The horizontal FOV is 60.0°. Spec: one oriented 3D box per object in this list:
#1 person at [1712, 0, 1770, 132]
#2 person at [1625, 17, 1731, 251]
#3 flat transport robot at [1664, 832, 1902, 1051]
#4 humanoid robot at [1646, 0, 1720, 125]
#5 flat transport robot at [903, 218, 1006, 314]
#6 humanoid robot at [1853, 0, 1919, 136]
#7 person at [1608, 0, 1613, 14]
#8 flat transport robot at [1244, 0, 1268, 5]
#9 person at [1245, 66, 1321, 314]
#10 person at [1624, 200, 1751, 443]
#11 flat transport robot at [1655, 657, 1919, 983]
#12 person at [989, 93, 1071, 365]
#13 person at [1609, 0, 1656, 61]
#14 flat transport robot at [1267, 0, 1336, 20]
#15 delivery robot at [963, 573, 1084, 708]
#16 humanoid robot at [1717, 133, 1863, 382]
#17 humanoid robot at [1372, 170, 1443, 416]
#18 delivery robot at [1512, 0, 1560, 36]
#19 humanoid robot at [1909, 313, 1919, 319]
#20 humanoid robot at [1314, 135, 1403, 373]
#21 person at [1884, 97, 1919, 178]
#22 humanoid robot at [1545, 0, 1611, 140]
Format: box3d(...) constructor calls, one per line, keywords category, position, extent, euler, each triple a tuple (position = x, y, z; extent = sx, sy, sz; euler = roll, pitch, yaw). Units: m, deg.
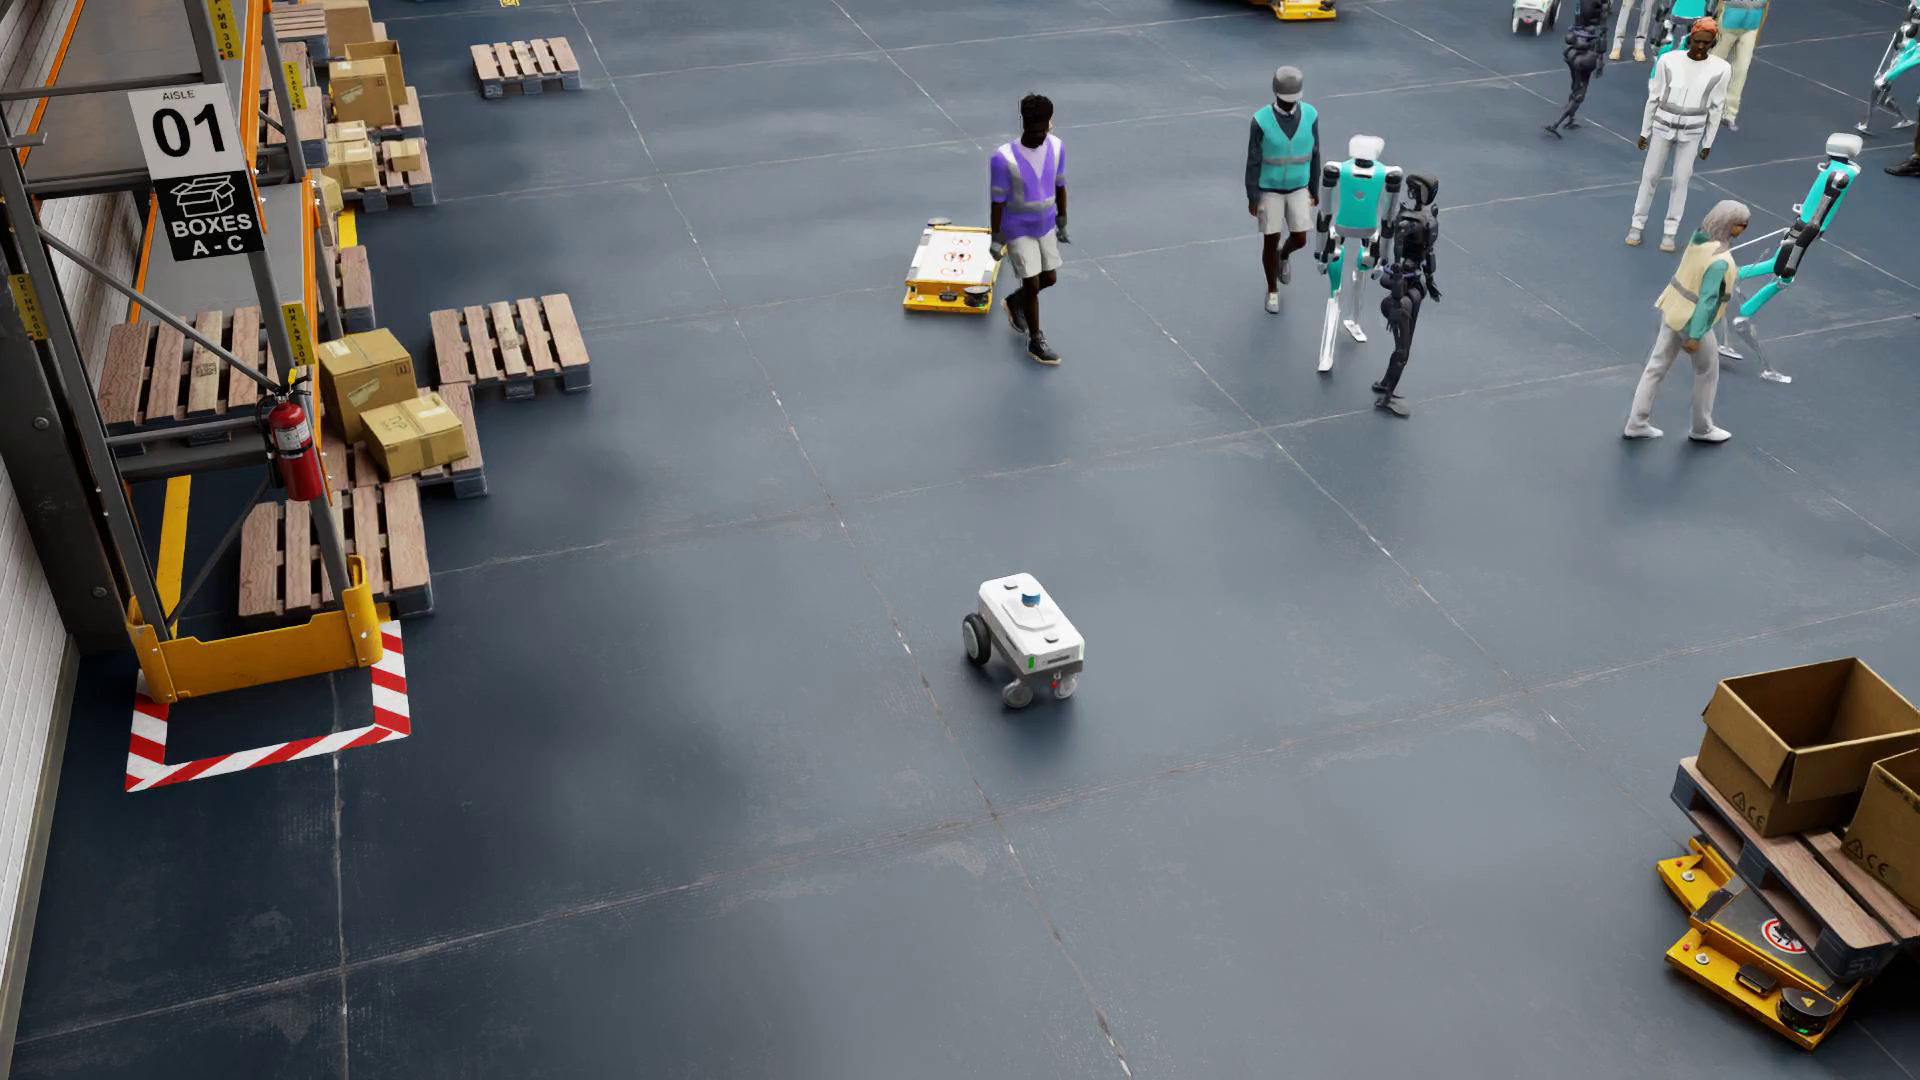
box3d(category="person", position=(7.465, -4.937, 16.027), extent=(0.569, 1.821, 0.777), euler=(-1, 33, -2))
box3d(category="person", position=(5.781, -3.265, 13.396), extent=(0.573, 1.880, 0.361), euler=(15, 36, 22))
box3d(category="flat transport robot", position=(3.795, 1.642, 7.340), extent=(1.431, 0.231, 0.659), euler=(-25, 41, -33))
box3d(category="humanoid robot", position=(6.882, -4.837, 15.962), extent=(0.537, 1.784, 0.819), euler=(7, 34, 11))
box3d(category="flat transport robot", position=(-0.021, -2.181, 13.204), extent=(0.659, 0.231, 1.431), euler=(4, 33, 6))
box3d(category="humanoid robot", position=(8.871, -4.643, 15.684), extent=(0.987, 1.769, 0.533), euler=(-10, 34, -15))
box3d(category="person", position=(7.509, -6.942, 19.225), extent=(0.474, 1.669, 0.387), euler=(19, 37, 26))
box3d(category="flat transport robot", position=(3.178, -6.751, 20.212), extent=(1.431, 0.231, 0.659), euler=(17, 37, 24))
box3d(category="person", position=(2.402, -2.633, 12.405), extent=(0.588, 1.900, 0.599), euler=(-3, 33, -4))
box3d(category="person", position=(4.796, -1.386, 10.688), extent=(0.784, 1.675, 0.458), euler=(-2, 33, -3))
box3d(category="flat transport robot", position=(3.967, 1.536, 7.503), extent=(1.431, 0.231, 0.659), euler=(-8, 34, -12))
box3d(category="person", position=(0.473, -2.229, 11.771), extent=(0.667, 1.926, 0.743), euler=(-21, 38, -29))
box3d(category="person", position=(7.304, -6.051, 17.674), extent=(0.459, 1.873, 0.341), euler=(7, 34, 10))
box3d(category="flat transport robot", position=(3.945, -6.490, 19.813), extent=(0.659, 0.231, 1.431), euler=(-4, 33, -6))
box3d(category="delivery robot", position=(0.354, 0.494, 8.826), extent=(0.517, 0.581, 0.752), euler=(-13, 35, -19))
box3d(category="humanoid robot", position=(5.608, -1.991, 11.591), extent=(0.857, 1.771, 0.565), euler=(16, 36, 22))
box3d(category="humanoid robot", position=(3.034, -1.677, 11.145), extent=(0.387, 1.654, 0.587), euler=(23, 39, 31))
box3d(category="delivery robot", position=(6.555, -6.105, 18.974), extent=(0.499, 0.611, 0.814), euler=(15, 36, 21))
box3d(category="humanoid robot", position=(7.488, -2.256, 12.048), extent=(0.630, 1.634, 0.609), euler=(-1, 33, -1))
box3d(category="humanoid robot", position=(2.779, -2.098, 11.770), extent=(0.531, 1.759, 0.938), euler=(7, 34, 11))
box3d(category="person", position=(8.820, -4.161, 14.748), extent=(0.664, 1.896, 0.618), euler=(-15, 36, -22))
box3d(category="humanoid robot", position=(5.855, -4.642, 15.712), extent=(0.531, 1.646, 0.588), euler=(-6, 34, -9))
